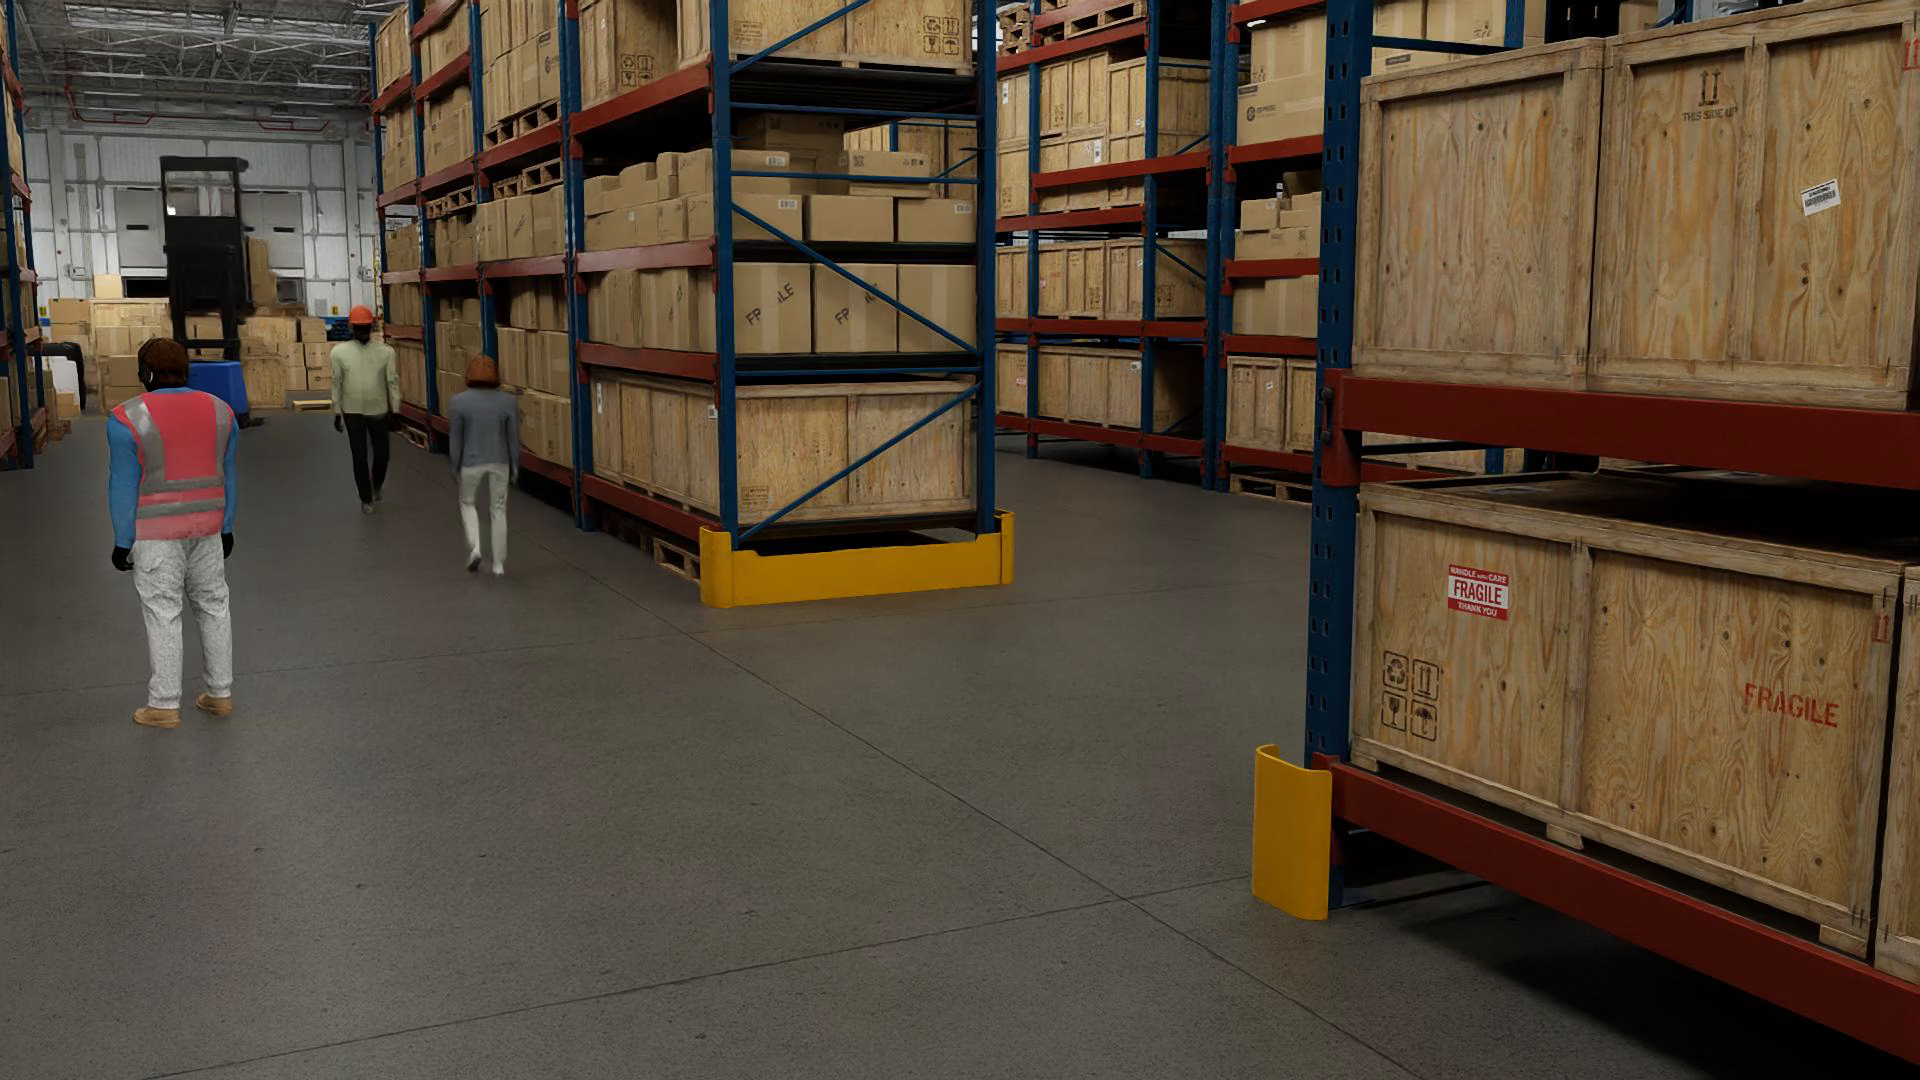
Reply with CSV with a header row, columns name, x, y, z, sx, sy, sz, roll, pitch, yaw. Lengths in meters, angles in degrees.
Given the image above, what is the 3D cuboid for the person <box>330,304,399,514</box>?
name,x,y,z,sx,sy,sz,roll,pitch,yaw
person,-5.649,-1.247,15.793,0.619,1.976,0.643,-4,9,-24

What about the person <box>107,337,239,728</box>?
name,x,y,z,sx,sy,sz,roll,pitch,yaw
person,-3.737,-0.036,7.904,0.429,1.844,0.625,5,10,33

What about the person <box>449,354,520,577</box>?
name,x,y,z,sx,sy,sz,roll,pitch,yaw
person,-3.455,-0.537,12.113,0.502,1.625,0.386,-3,9,-20

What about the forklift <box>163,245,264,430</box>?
name,x,y,z,sx,sy,sz,roll,pitch,yaw
forklift,-11.336,-3.027,24.960,1.129,2.768,1.873,-1,8,-10
